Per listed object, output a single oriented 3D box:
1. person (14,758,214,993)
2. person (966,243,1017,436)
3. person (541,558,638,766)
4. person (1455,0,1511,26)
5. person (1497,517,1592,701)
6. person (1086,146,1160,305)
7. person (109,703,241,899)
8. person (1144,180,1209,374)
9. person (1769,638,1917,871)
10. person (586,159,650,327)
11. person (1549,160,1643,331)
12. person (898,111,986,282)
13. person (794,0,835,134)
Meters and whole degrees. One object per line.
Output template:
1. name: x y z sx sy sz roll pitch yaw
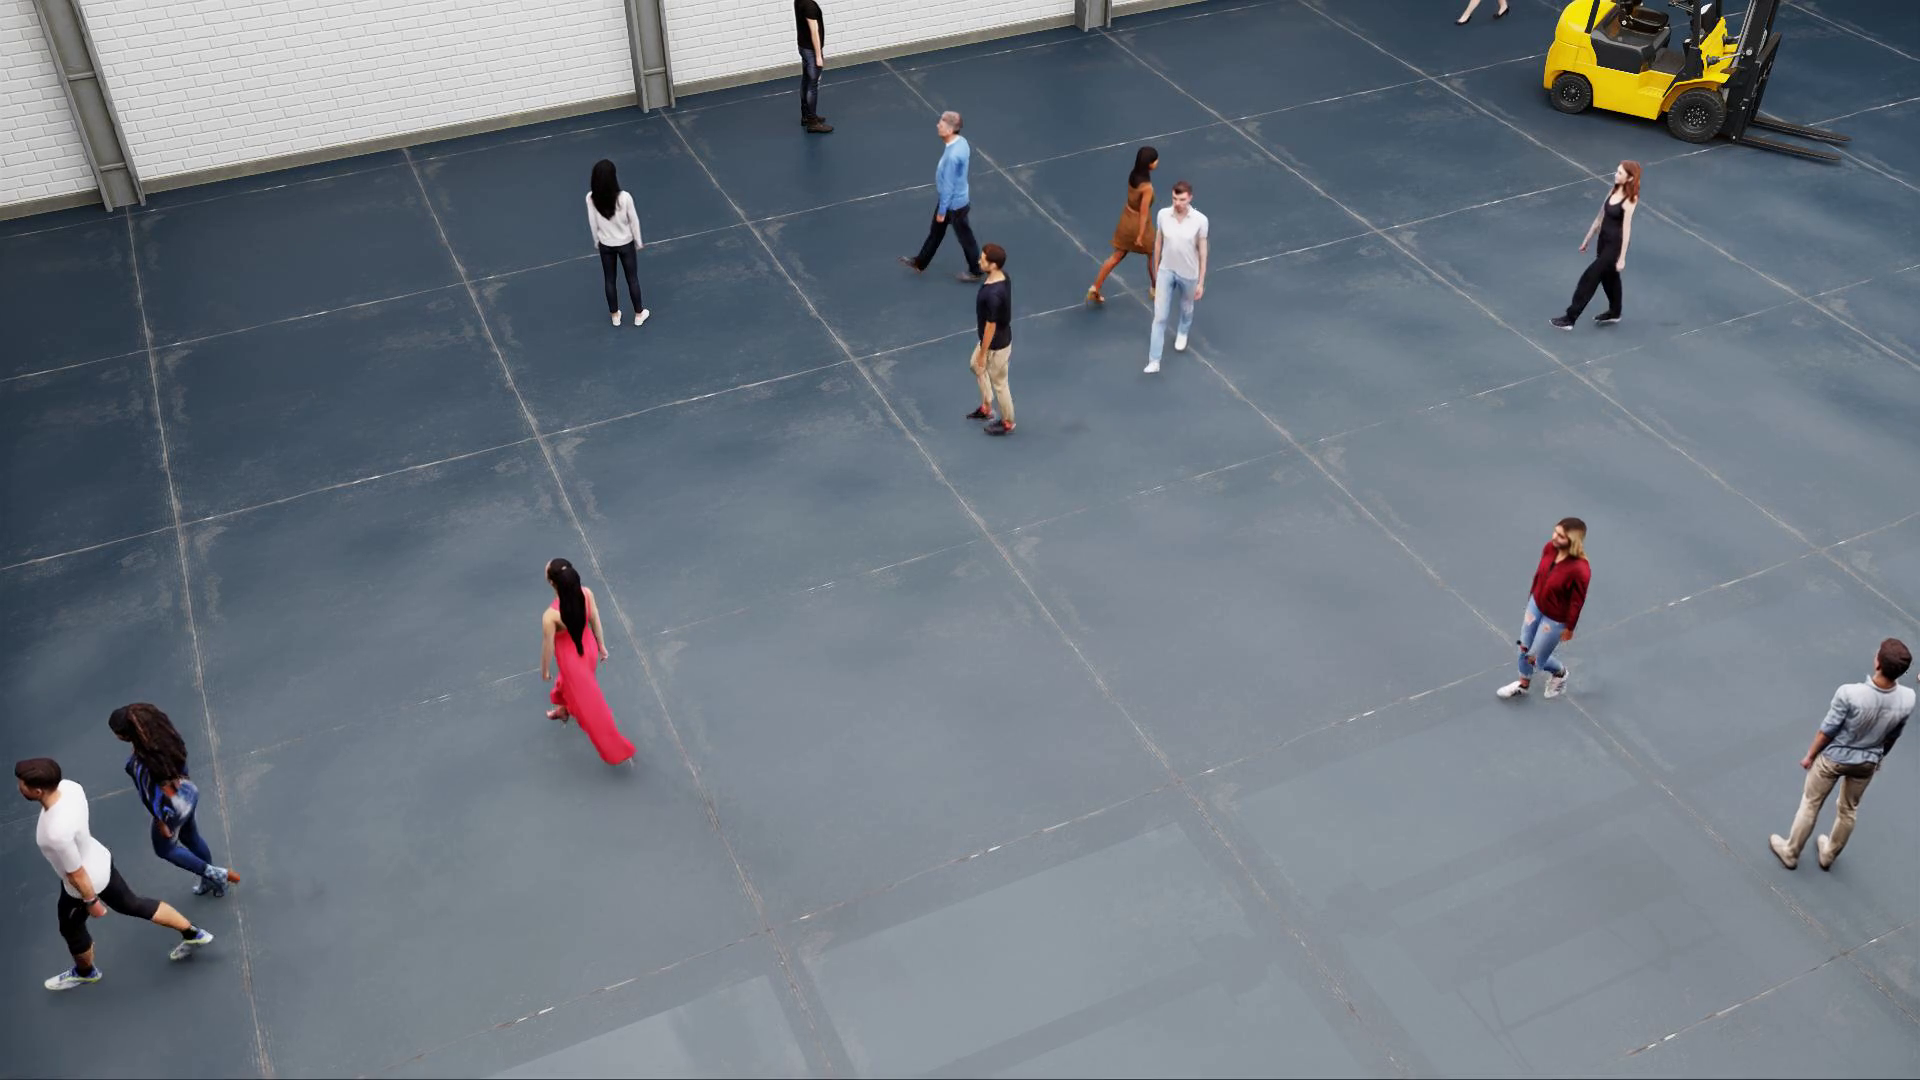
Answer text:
1. person: -4.982 1.925 9.677 1.266 1.821 0.842 -9 39 -11
2. person: 0.391 -1.692 14.189 0.851 1.842 0.814 2 39 3
3. person: -2.494 0.872 11.118 1.029 1.669 1.137 23 44 27
4. person: 7.024 -7.507 21.669 1.096 1.594 0.709 -9 39 -11
5. person: 4.181 0.499 11.624 0.722 1.620 0.635 -13 40 -15
6. person: 1.604 -2.957 15.933 1.086 1.642 0.587 -14 41 -17
7. person: -4.755 1.628 10.215 0.827 1.614 0.777 -2 39 -2
8. person: 2.025 -2.454 15.182 1.207 1.793 1.247 11 40 14
9. person: 5.535 1.355 10.370 0.661 1.848 0.791 3 39 3
10. person: -3.248 -2.803 15.694 0.646 1.699 0.763 2 39 2
11. person: 6.213 -2.755 15.626 1.081 1.710 0.813 -5 39 -6
12. person: 0.033 -3.324 16.284 1.228 1.778 1.002 0 39 0
13. person: -1.719 -5.639 19.089 0.560 1.895 0.697 -13 40 -16
